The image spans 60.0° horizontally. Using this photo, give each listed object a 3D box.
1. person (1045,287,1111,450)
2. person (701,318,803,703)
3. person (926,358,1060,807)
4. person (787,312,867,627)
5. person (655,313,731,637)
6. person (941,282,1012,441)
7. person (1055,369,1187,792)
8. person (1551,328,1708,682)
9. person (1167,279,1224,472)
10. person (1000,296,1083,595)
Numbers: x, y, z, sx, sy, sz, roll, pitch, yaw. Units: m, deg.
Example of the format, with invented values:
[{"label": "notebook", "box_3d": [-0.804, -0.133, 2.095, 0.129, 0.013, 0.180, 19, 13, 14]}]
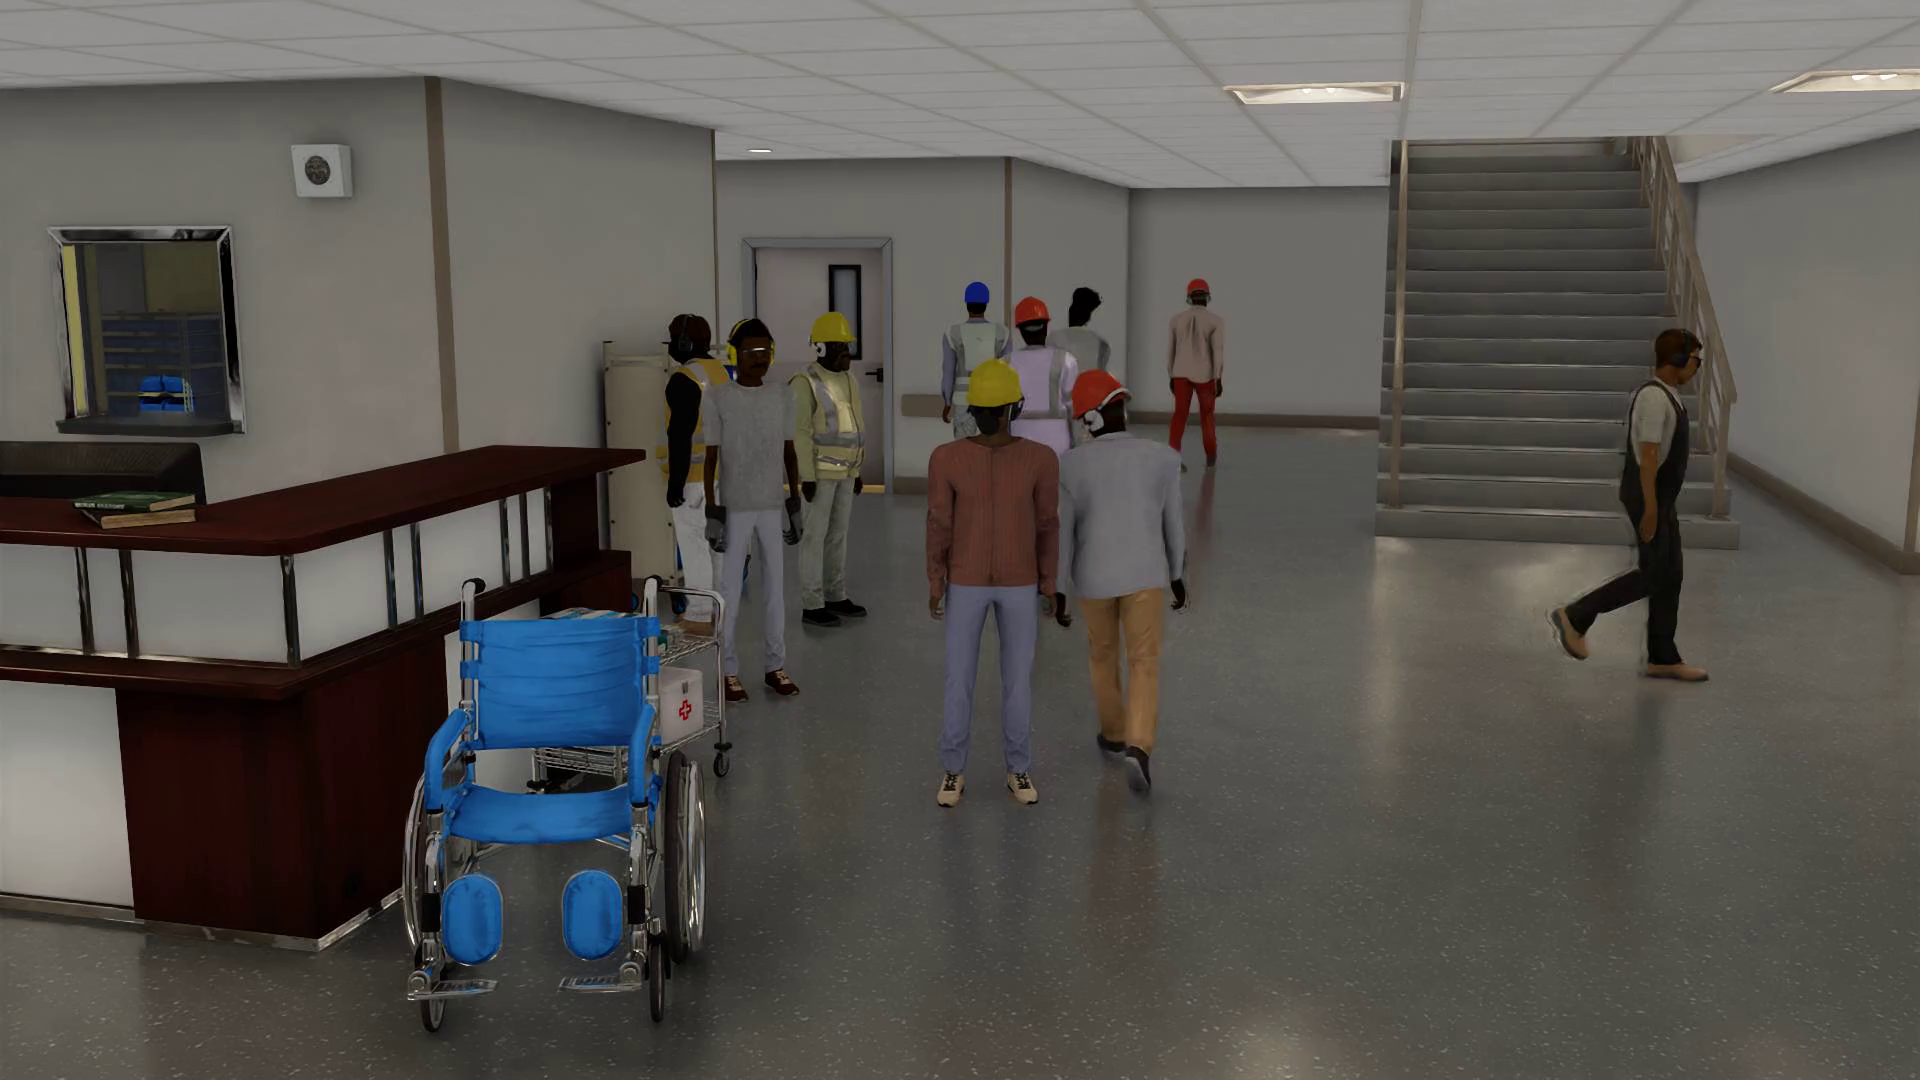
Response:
[{"label": "person", "box_3d": [0.775, -0.954, 12.698, 0.727, 1.923, 0.475, -6, 11, -32]}, {"label": "person", "box_3d": [-1.003, -0.142, 8.091, 0.514, 1.861, 0.322, -5, 11, -28]}, {"label": "person", "box_3d": [0.132, 0.175, 6.498, 0.528, 1.765, 0.327, -1, 10, -4]}, {"label": "person", "box_3d": [-0.755, -0.420, 9.791, 0.404, 1.835, 0.587, 5, 11, 29]}, {"label": "person", "box_3d": [-1.518, -0.369, 9.515, 0.429, 1.837, 0.629, 2, 10, 12]}, {"label": "person", "box_3d": [0.145, -1.150, 13.749, 0.604, 1.949, 0.389, -1, 10, -7]}, {"label": "person", "box_3d": [0.649, 0.147, 6.863, 0.566, 1.693, 0.875, 1, 10, 5]}, {"label": "person", "box_3d": [3.503, -0.185, 8.538, 0.692, 1.798, 0.567, 5, 11, 29]}, {"label": "person", "box_3d": [2.377, -1.662, 16.818, 0.656, 1.930, 1.055, 5, 11, 25]}, {"label": "person", "box_3d": [0.480, -0.570, 10.469, 0.587, 1.910, 0.665, 4, 10, 22]}]
